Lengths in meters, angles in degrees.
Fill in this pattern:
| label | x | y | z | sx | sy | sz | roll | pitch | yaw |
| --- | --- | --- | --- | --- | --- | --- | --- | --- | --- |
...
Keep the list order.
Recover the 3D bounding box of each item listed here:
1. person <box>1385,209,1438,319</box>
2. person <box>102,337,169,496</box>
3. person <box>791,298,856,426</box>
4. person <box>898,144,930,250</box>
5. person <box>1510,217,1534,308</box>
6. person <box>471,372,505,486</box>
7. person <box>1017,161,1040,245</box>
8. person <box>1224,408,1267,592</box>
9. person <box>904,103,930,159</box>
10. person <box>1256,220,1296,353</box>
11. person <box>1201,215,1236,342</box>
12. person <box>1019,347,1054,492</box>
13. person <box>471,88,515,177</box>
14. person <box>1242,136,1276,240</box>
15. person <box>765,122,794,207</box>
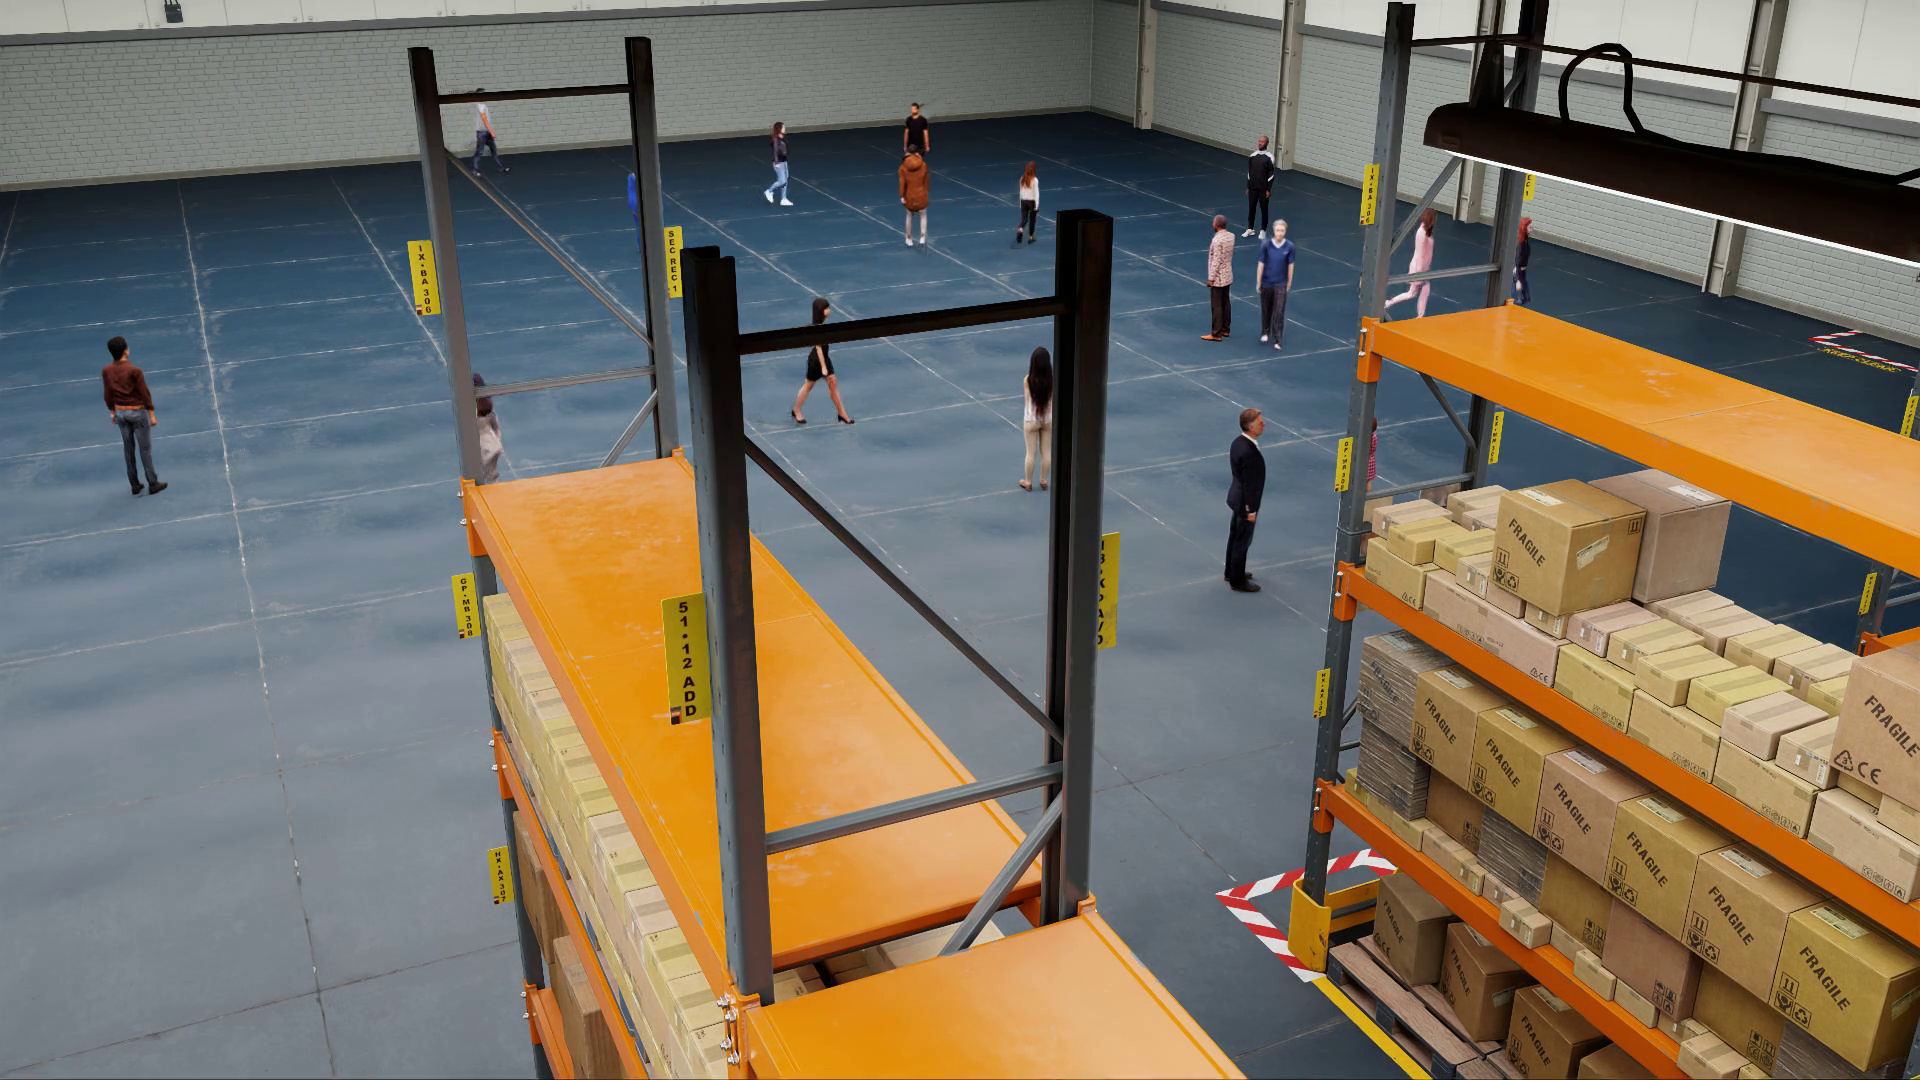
| label | x | y | z | sx | sy | sz | roll | pitch | yaw |
| --- | --- | --- | --- | --- | --- | --- | --- | --- | --- |
| person | 6.674 | -3.970 | 24.483 | 1.109 | 1.769 | 0.999 | 11 | 25 | 24 |
| person | -9.151 | -1.372 | 18.360 | 0.720 | 1.779 | 0.693 | 1 | 23 | 3 |
| person | -1.813 | -2.145 | 20.411 | 1.035 | 1.596 | 1.041 | 5 | 24 | 13 |
| person | -0.756 | -6.016 | 29.229 | 0.920 | 1.819 | 1.111 | -2 | 23 | -5 |
| person | 7.970 | -3.789 | 24.051 | 0.774 | 1.774 | 0.720 | 16 | 28 | 32 |
| person | -4.846 | -0.887 | 17.288 | 0.839 | 1.725 | 0.792 | 2 | 23 | 5 |
| person | 1.190 | -5.975 | 29.579 | 0.847 | 1.472 | 0.870 | 12 | 26 | 26 |
| person | 2.750 | -0.413 | 16.059 | 0.831 | 1.815 | 0.667 | -1 | 23 | -3 |
| person | -0.867 | -8.122 | 34.303 | 1.063 | 1.724 | 1.151 | 6 | 24 | 14 |
| person | 4.436 | -3.619 | 23.601 | 1.140 | 1.811 | 1.286 | 5 | 24 | 12 |
| person | 3.766 | -3.797 | 24.026 | 0.763 | 1.807 | 0.779 | 17 | 28 | 34 |
| person | 0.880 | -1.328 | 18.418 | 0.629 | 1.652 | 0.572 | -10 | 25 | -23 |
| person | -10.243 | -8.643 | 35.398 | 0.928 | 1.827 | 1.143 | -3 | 23 | -6 |
| person | 5.442 | -6.416 | 30.158 | 0.674 | 1.828 | 0.798 | 15 | 27 | 32 |
| person | -3.596 | -7.383 | 32.695 | 0.926 | 1.622 | 0.874 | 6 | 24 | 14 |
